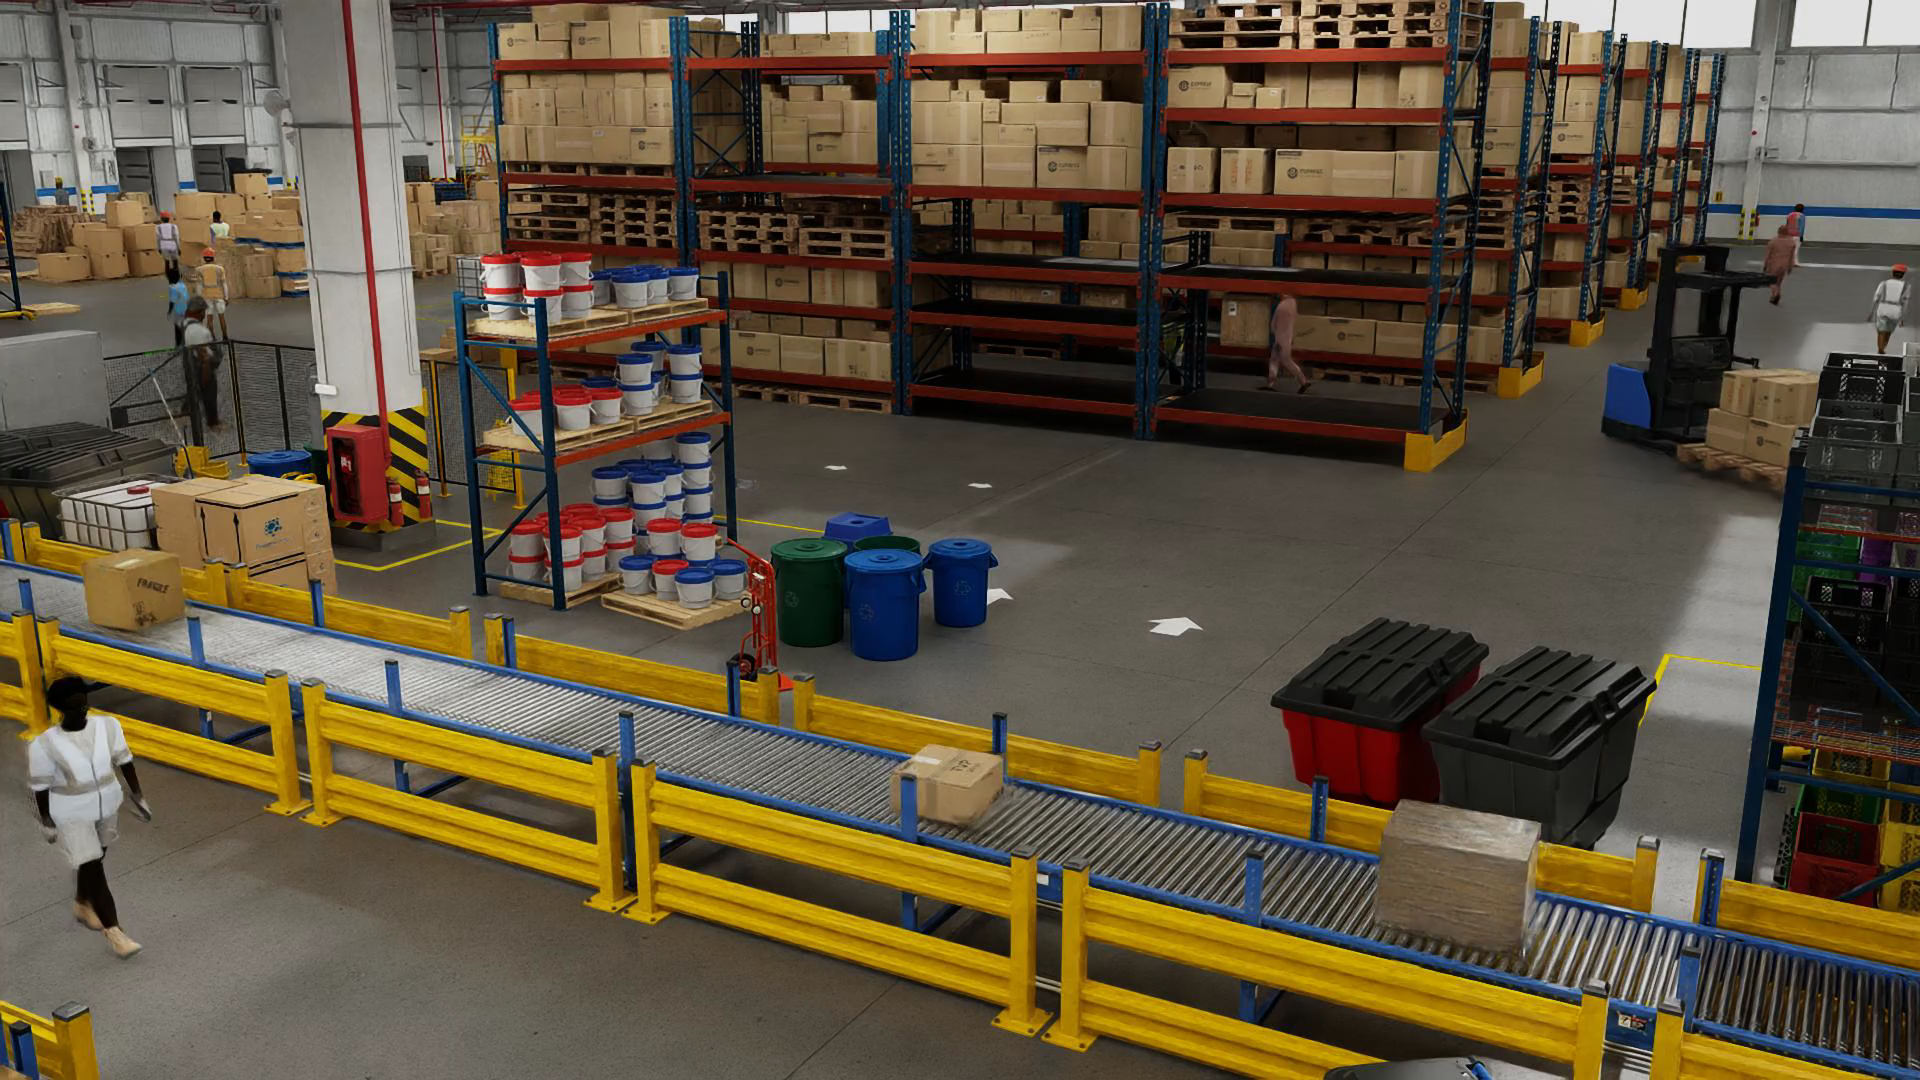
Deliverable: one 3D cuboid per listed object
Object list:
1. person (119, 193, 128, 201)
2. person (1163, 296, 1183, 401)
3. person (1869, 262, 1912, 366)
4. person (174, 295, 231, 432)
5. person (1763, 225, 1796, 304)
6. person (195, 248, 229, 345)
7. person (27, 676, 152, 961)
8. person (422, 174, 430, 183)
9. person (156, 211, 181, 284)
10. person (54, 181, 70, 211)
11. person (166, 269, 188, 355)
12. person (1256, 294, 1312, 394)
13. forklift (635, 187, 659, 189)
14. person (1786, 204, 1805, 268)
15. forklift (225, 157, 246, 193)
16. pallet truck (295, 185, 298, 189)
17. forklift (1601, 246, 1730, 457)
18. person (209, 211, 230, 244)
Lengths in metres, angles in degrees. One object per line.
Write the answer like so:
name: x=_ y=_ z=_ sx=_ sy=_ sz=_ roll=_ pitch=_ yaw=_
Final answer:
person: x=-26.637 y=-10.125 z=53.090 sx=0.644 sy=1.878 sz=1.072 roll=-8 pitch=17 yaw=-28
person: x=3.458 y=-3.112 z=27.067 sx=0.317 sy=1.695 sz=0.540 roll=-3 pitch=15 yaw=-10
person: x=17.105 y=-4.151 z=30.615 sx=0.599 sy=1.893 sz=0.901 roll=8 pitch=17 yaw=28
person: x=-11.176 y=-2.590 z=24.443 sx=0.668 sy=2.000 sz=0.700 roll=-12 pitch=19 yaw=-39
person: x=19.534 y=-6.555 z=39.649 sx=0.653 sy=1.881 sz=0.737 roll=1 pitch=15 yaw=5
person: x=-14.858 y=-4.836 z=33.084 sx=0.551 sy=1.936 sz=0.356 roll=-6 pitch=16 yaw=-21
person: x=-4.990 y=1.565 z=9.564 sx=0.868 sy=1.646 sz=0.541 roll=9 pitch=18 yaw=31
person: x=-21.147 y=-13.558 z=66.004 sx=0.348 sy=1.878 sz=0.579 roll=7 pitch=16 yaw=23
person: x=-21.042 y=-7.788 z=44.268 sx=0.569 sy=1.888 sz=0.957 roll=-5 pitch=16 yaw=-17
person: x=-31.889 y=-11.759 z=59.109 sx=0.376 sy=1.940 sz=0.629 roll=3 pitch=15 yaw=11
person: x=-14.919 y=-4.313 z=31.610 sx=0.735 sy=1.665 sz=0.553 roll=-1 pitch=15 yaw=-4
person: x=5.449 y=-3.372 z=27.710 sx=0.892 sy=1.879 sz=0.651 roll=6 pitch=16 yaw=21
forklift: x=-11.434 y=-12.668 z=60.724 sx=1.129 sy=2.768 sz=1.873 roll=-1 pitch=15 yaw=-3
person: x=24.317 y=-8.854 z=48.385 sx=0.429 sy=1.838 sz=0.621 roll=-4 pitch=15 yaw=-15
forklift: x=-24.841 y=-11.763 z=57.320 sx=1.873 sy=2.768 sz=1.129 roll=-13 pitch=20 yaw=-40
pallet truck: x=-26.804 y=-14.617 z=69.738 sx=1.885 sy=1.965 sz=0.823 roll=-14 pitch=20 yaw=-42
forklift: x=10.075 y=-2.688 z=23.206 sx=1.129 sy=2.768 sz=1.873 roll=-4 pitch=16 yaw=-16
person: x=-19.511 y=-7.712 z=43.936 sx=0.393 sy=1.919 sz=0.590 roll=7 pitch=16 yaw=24
